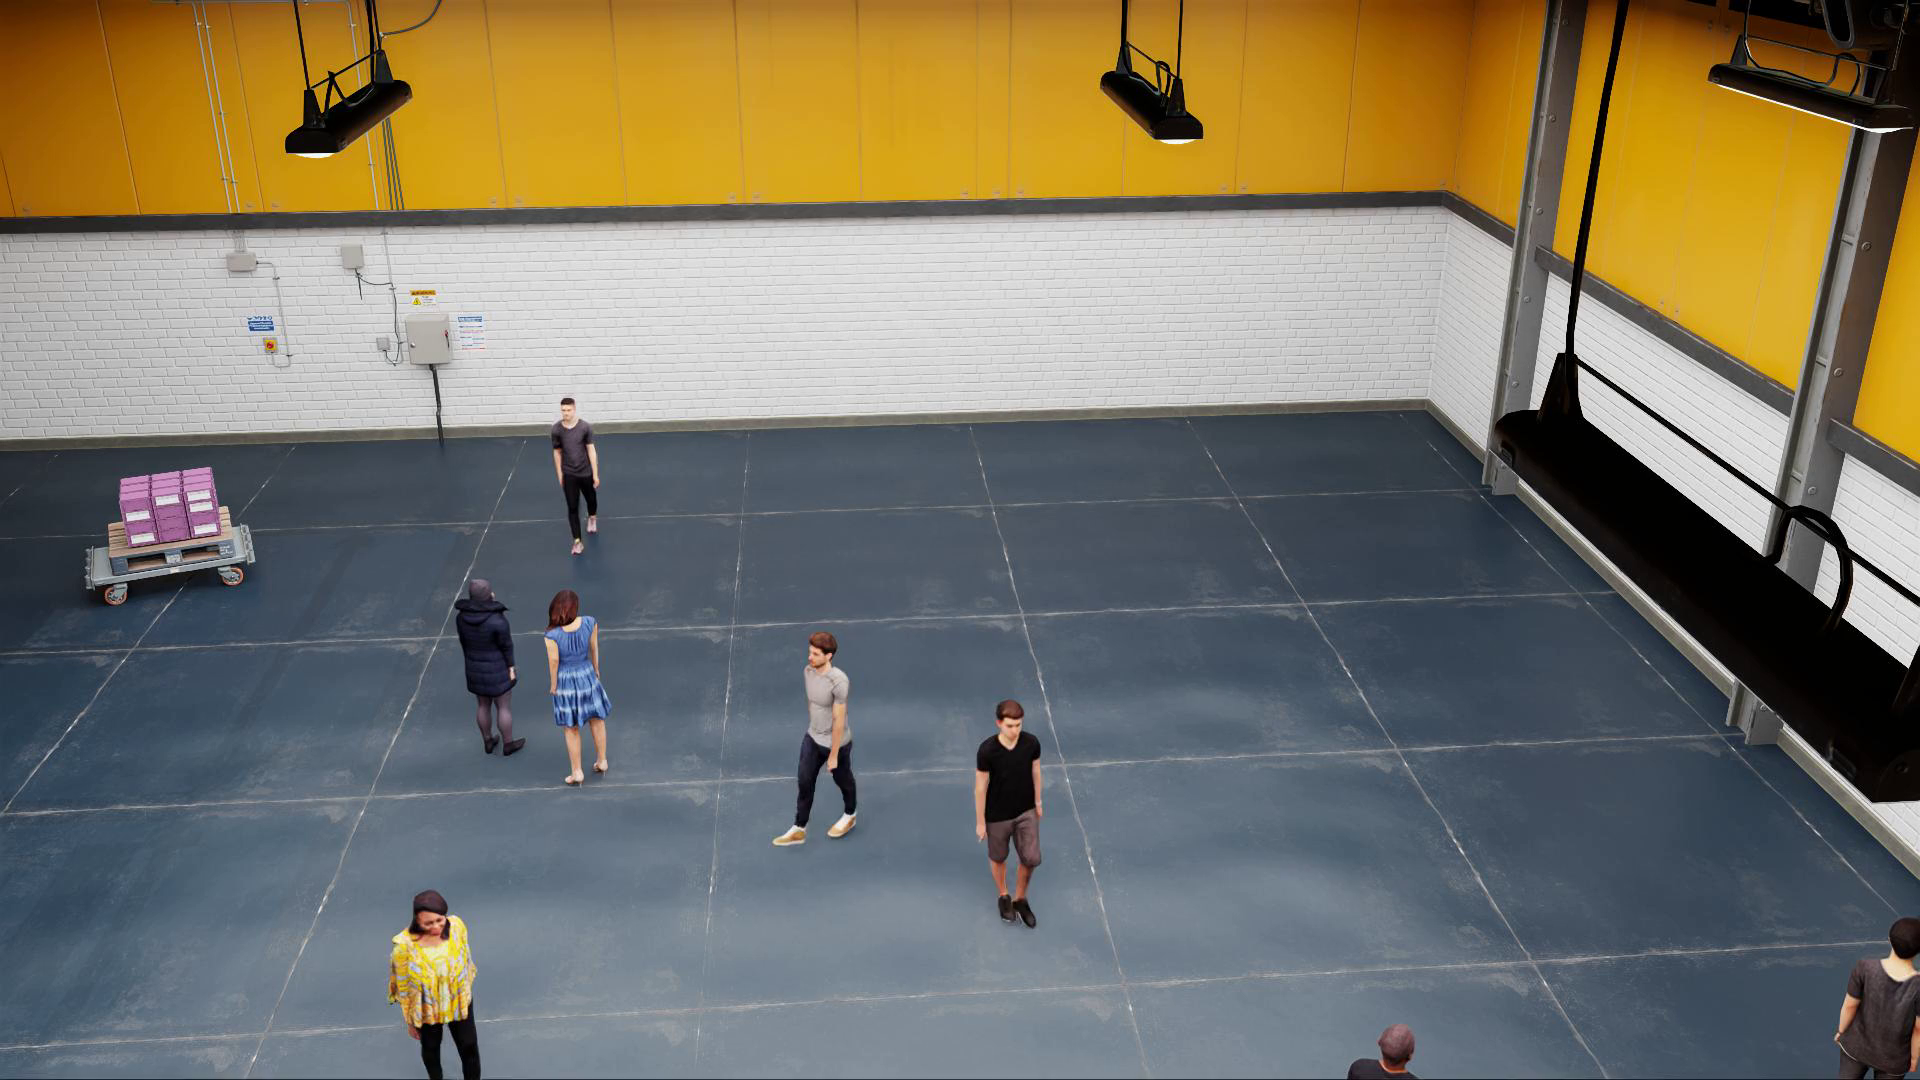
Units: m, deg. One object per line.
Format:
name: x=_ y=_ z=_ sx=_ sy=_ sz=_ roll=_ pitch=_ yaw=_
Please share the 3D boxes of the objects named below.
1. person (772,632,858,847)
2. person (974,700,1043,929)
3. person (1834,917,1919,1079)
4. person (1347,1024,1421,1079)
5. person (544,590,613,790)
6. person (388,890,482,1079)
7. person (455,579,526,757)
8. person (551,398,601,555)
person: x=-0.979 y=1.548 z=13.246 sx=1.065 sy=1.865 sz=1.109 roll=21 pitch=31 yaw=39
person: x=0.345 y=1.955 z=12.330 sx=0.750 sy=1.853 sz=0.735 roll=-6 pitch=24 yaw=-13
person: x=5.562 y=3.022 z=10.057 sx=0.703 sy=1.717 sz=0.759 roll=18 pitch=29 yaw=35
person: x=2.310 y=3.397 z=9.091 sx=0.760 sy=1.805 sz=0.804 roll=15 pitch=28 yaw=31
person: x=-3.230 y=1.244 z=14.014 sx=0.762 sy=1.805 sz=0.781 roll=-18 pitch=30 yaw=-36
person: x=-3.322 y=2.878 z=10.492 sx=0.910 sy=1.632 sz=0.981 roll=-15 pitch=28 yaw=-31
person: x=-4.110 y=1.105 z=14.496 sx=0.764 sy=1.674 sz=0.773 roll=7 pitch=25 yaw=16
person: x=-4.279 y=-0.776 z=18.724 sx=0.671 sy=1.734 sz=1.126 roll=-3 pitch=24 yaw=-7
